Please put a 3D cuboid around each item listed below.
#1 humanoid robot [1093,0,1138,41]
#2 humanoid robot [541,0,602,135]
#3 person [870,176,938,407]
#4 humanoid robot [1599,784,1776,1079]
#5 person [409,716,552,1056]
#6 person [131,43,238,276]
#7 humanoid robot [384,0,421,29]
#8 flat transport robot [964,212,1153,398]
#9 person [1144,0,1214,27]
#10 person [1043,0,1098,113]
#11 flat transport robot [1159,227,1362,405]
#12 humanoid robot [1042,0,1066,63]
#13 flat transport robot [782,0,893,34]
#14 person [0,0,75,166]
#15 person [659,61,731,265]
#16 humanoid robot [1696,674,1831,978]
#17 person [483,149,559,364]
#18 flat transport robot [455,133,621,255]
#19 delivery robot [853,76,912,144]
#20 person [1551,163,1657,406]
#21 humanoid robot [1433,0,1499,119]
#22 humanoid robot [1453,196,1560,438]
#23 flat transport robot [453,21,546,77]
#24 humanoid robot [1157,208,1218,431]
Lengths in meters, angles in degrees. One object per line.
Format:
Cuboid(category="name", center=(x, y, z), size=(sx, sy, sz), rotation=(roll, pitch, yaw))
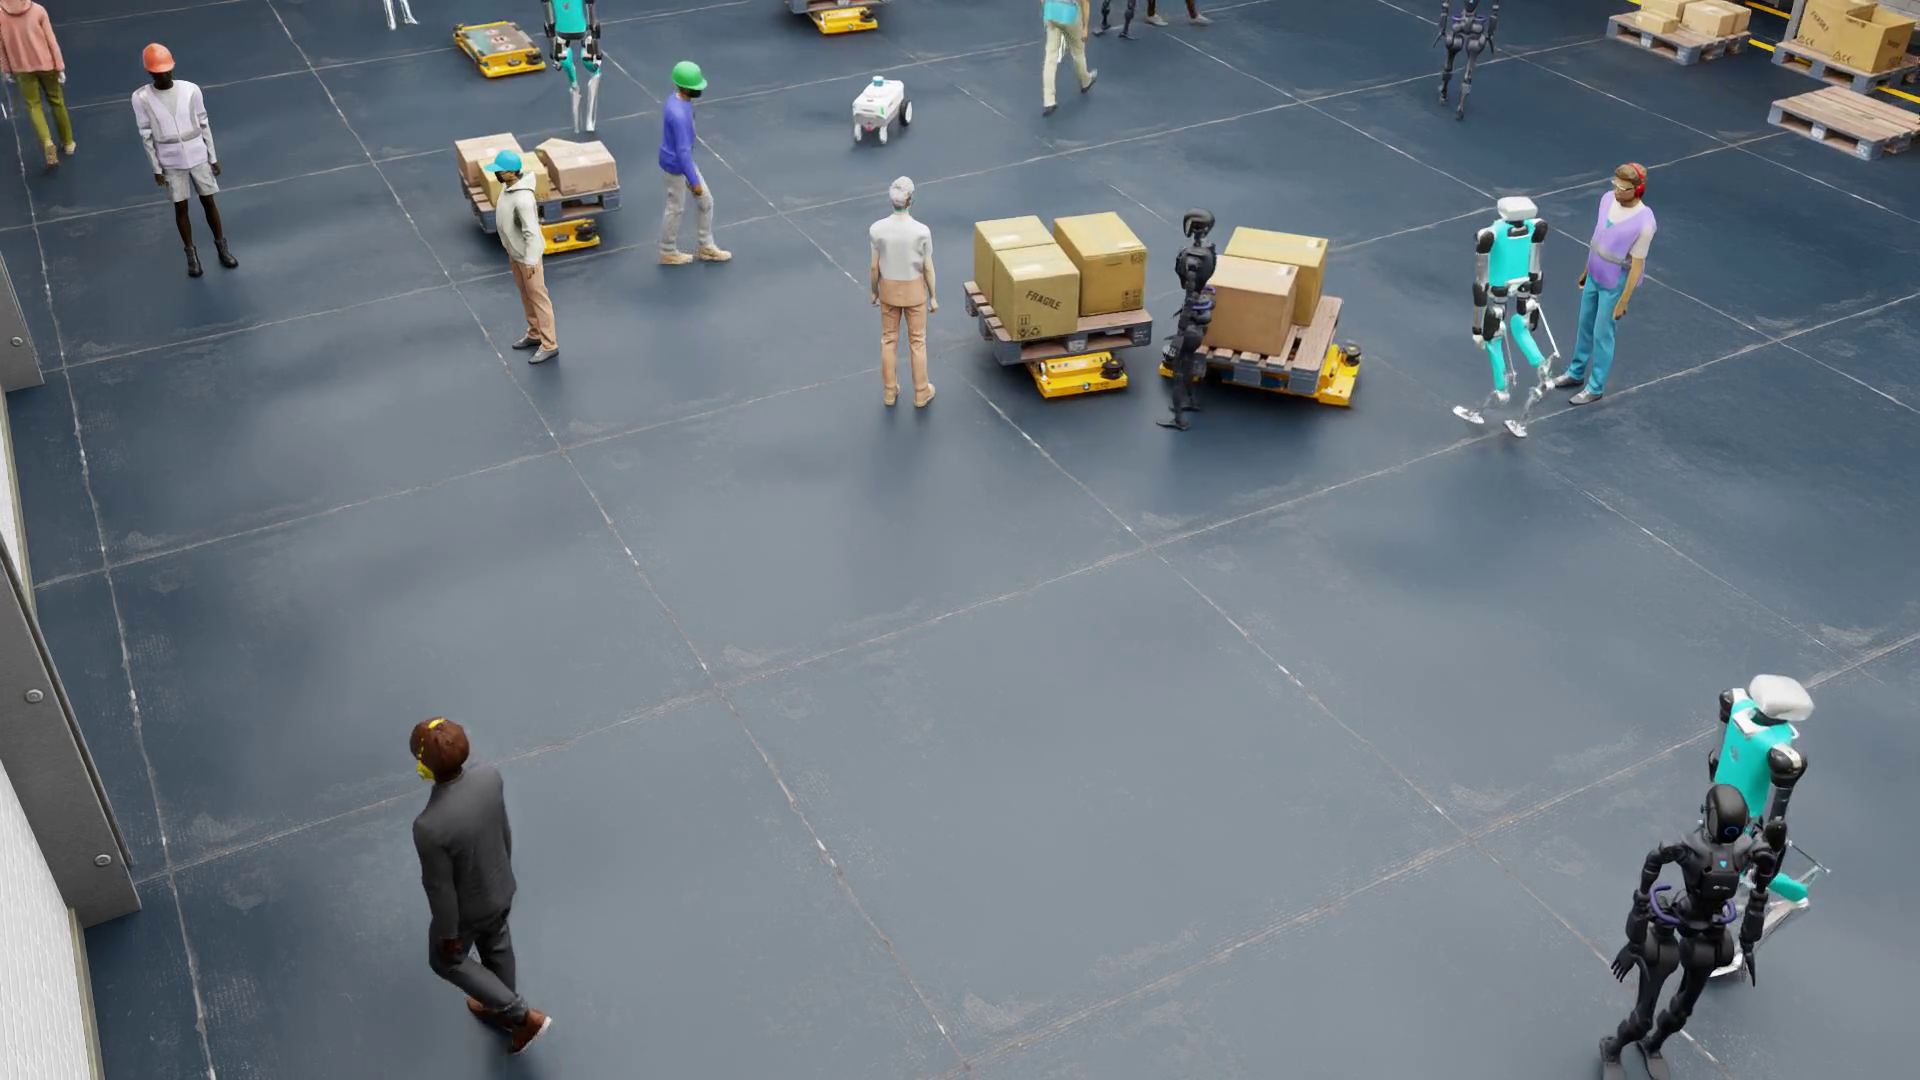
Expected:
Cuboid(category="humanoid robot", center=(1.844, -6.492, 18.764), size=(0.607, 1.647, 0.473), rotation=(-2, 35, -3))
Cuboid(category="humanoid robot", center=(-3.732, -4.788, 16.340), size=(0.548, 1.843, 0.792), rotation=(0, 35, 0))
Cuboid(category="person", center=(-0.408, -1.771, 11.956), size=(0.494, 1.744, 0.301), rotation=(6, 36, 9))
Cuboid(category="humanoid robot", center=(3.102, 1.696, 7.063), size=(0.589, 1.656, 0.339), rotation=(0, 35, 0))
Cuboid(category="person", center=(-2.083, 1.516, 7.165), size=(0.480, 1.855, 0.509), rotation=(14, 37, 19))
Cuboid(category="person", center=(-6.416, -3.146, 13.753), size=(0.541, 1.940, 0.352), rotation=(-21, 40, -27))
Cuboid(category="humanoid robot", center=(-6.533, -6.757, 19.081), size=(0.540, 1.765, 0.771), rotation=(-22, 40, -28))
Cuboid(category="flat transport robot", center=(0.749, -1.560, 12.943), size=(0.659, 0.231, 1.431), rotation=(-9, 36, -13))
Cuboid(category="person", center=(2.532, -6.769, 18.955), size=(0.908, 1.902, 0.571), rotation=(20, 40, 26))
Cuboid(category="person", center=(1.121, -5.354, 17.025), size=(0.579, 1.788, 0.988), rotation=(16, 38, 22))
Cuboid(category="flat transport robot", center=(2.288, -1.360, 12.658), size=(1.431, 0.231, 0.659), rotation=(11, 37, 15))
Cuboid(category="humanoid robot", center=(1.062, -6.209, 18.303), size=(0.542, 1.784, 0.758), rotation=(6, 35, 8))
Cuboid(category="flat transport robot", center=(-1.512, -6.348, 19.779), size=(0.659, 0.231, 1.431), rotation=(-12, 37, -16))
Cuboid(category="person", center=(-8.756, -4.452, 15.729), size=(0.536, 1.811, 0.750), rotation=(-17, 39, -23))
Cuboid(category="person", center=(-2.262, -3.090, 13.779), size=(0.707, 1.817, 0.477), rotation=(2, 35, 3))
Cuboid(category="humanoid robot", center=(3.671, 1.363, 7.532), size=(0.699, 1.851, 0.546), rotation=(-4, 35, -6))
Cuboid(category="person", center=(-3.296, -2.149, 12.558), size=(0.374, 1.675, 0.462), rotation=(-22, 41, -28))
Cuboid(category="flat transport robot", center=(-3.731, -2.930, 14.899), size=(0.659, 0.231, 1.431), rotation=(-15, 38, -20))
Cuboid(category="delivery robot", center=(-0.803, -4.350, 16.689), size=(0.499, 0.608, 0.786), rotation=(9, 36, 13))
Cuboid(category="person", center=(4.673, -1.846, 11.991), size=(0.423, 1.833, 0.562), rotation=(-8, 36, -11))
Cuboid(category="humanoid robot", center=(5.155, -5.188, 16.921), size=(0.596, 1.625, 0.754), rotation=(8, 36, 11))
Cuboid(category="humanoid robot", center=(3.856, -1.418, 11.492), size=(0.556, 1.785, 0.865), rotation=(-11, 37, -15))
Cuboid(category="flat transport robot", center=(-5.157, -5.499, 18.566), size=(0.659, 0.231, 1.431), rotation=(-17, 39, -23))
Cuboid(category="humanoid robot", center=(1.623, -1.572, 11.728), size=(0.324, 1.650, 0.602), rotation=(9, 36, 13))
